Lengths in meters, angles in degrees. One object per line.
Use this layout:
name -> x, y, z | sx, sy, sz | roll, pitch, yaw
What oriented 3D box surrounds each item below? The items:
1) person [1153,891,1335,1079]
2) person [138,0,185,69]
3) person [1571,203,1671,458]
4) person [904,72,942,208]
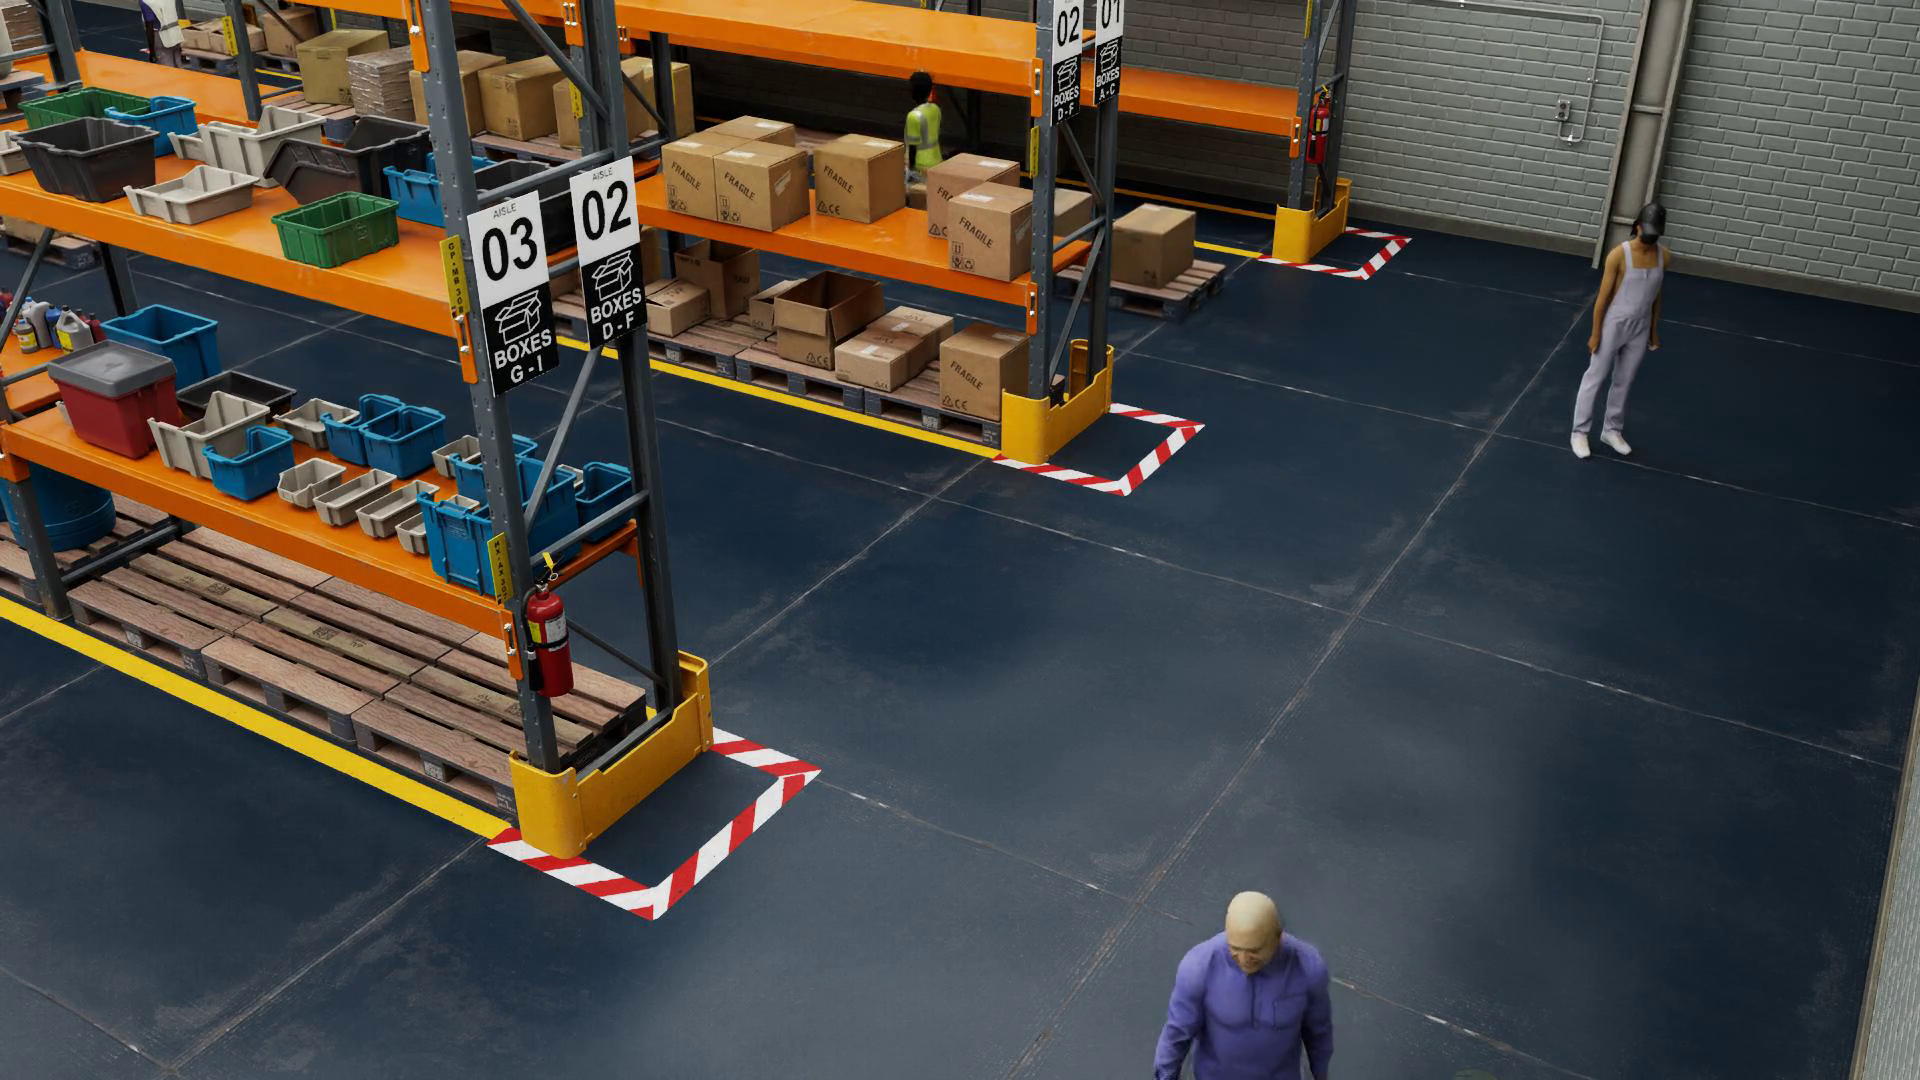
person -> 0.975, 1.864, 5.754 | 0.615, 1.767, 0.475 | 4, 29, 8
person -> -9.226, -5.742, 19.332 | 0.396, 1.835, 0.556 | 4, 29, 8
person -> 4.664, -1.451, 11.606 | 0.514, 1.858, 0.397 | -5, 29, -8
person -> -0.348, -3.495, 15.447 | 0.407, 1.679, 0.543 | 13, 32, 22
